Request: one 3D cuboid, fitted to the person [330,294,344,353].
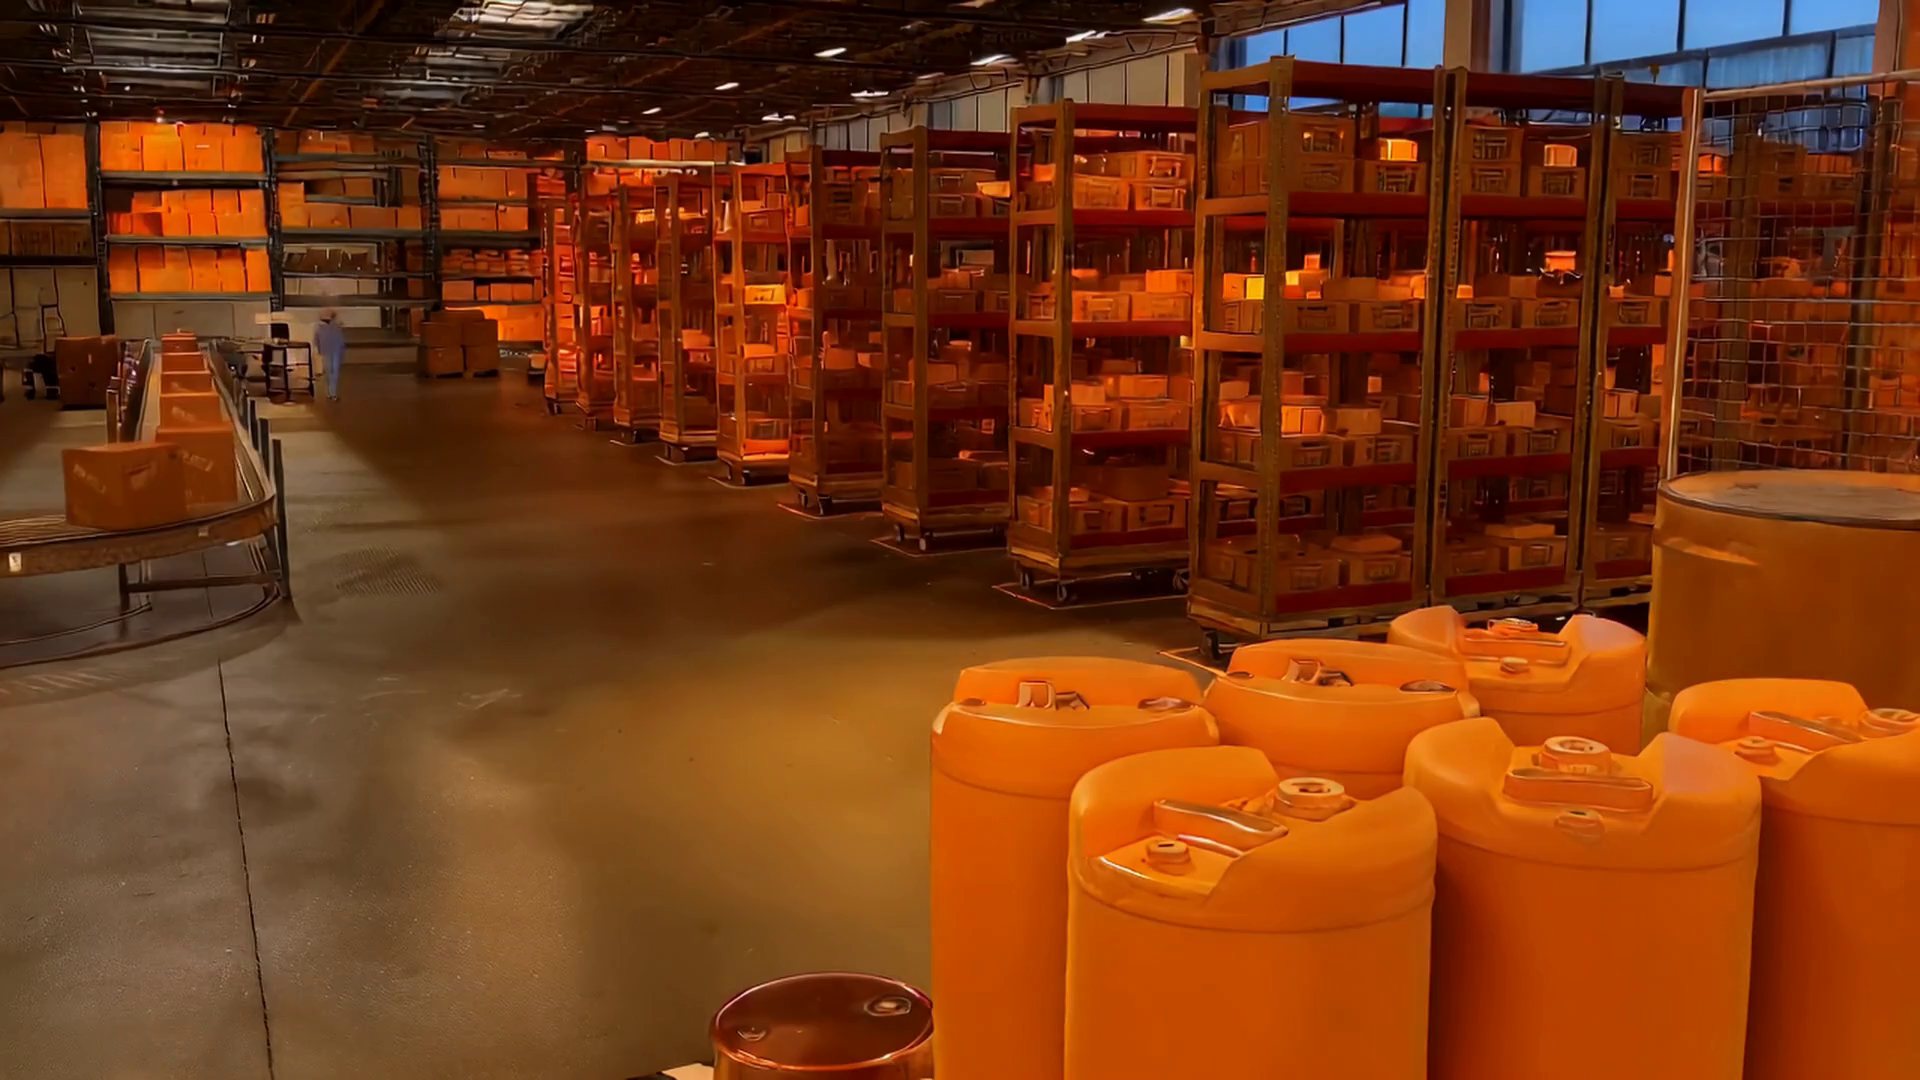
[{"bbox_3d":[-18.509,-6.420,49.367,0.326,1.767,0.533,-5,10,-27],"label":"person"}]

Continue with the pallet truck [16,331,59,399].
[{"bbox_3d":[-17.082,-3.353,31.781,1.630,1.274,0.653,-4,10,-25],"label":"pallet truck"}]

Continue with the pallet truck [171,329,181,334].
[{"bbox_3d":[-17.275,-3.851,35.096,1.601,1.201,0.680,0,9,1],"label":"pallet truck"}]

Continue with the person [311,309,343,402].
[{"bbox_3d":[-11.779,-3.427,30.943,0.538,1.721,0.931,-2,9,-15],"label":"person"}]
